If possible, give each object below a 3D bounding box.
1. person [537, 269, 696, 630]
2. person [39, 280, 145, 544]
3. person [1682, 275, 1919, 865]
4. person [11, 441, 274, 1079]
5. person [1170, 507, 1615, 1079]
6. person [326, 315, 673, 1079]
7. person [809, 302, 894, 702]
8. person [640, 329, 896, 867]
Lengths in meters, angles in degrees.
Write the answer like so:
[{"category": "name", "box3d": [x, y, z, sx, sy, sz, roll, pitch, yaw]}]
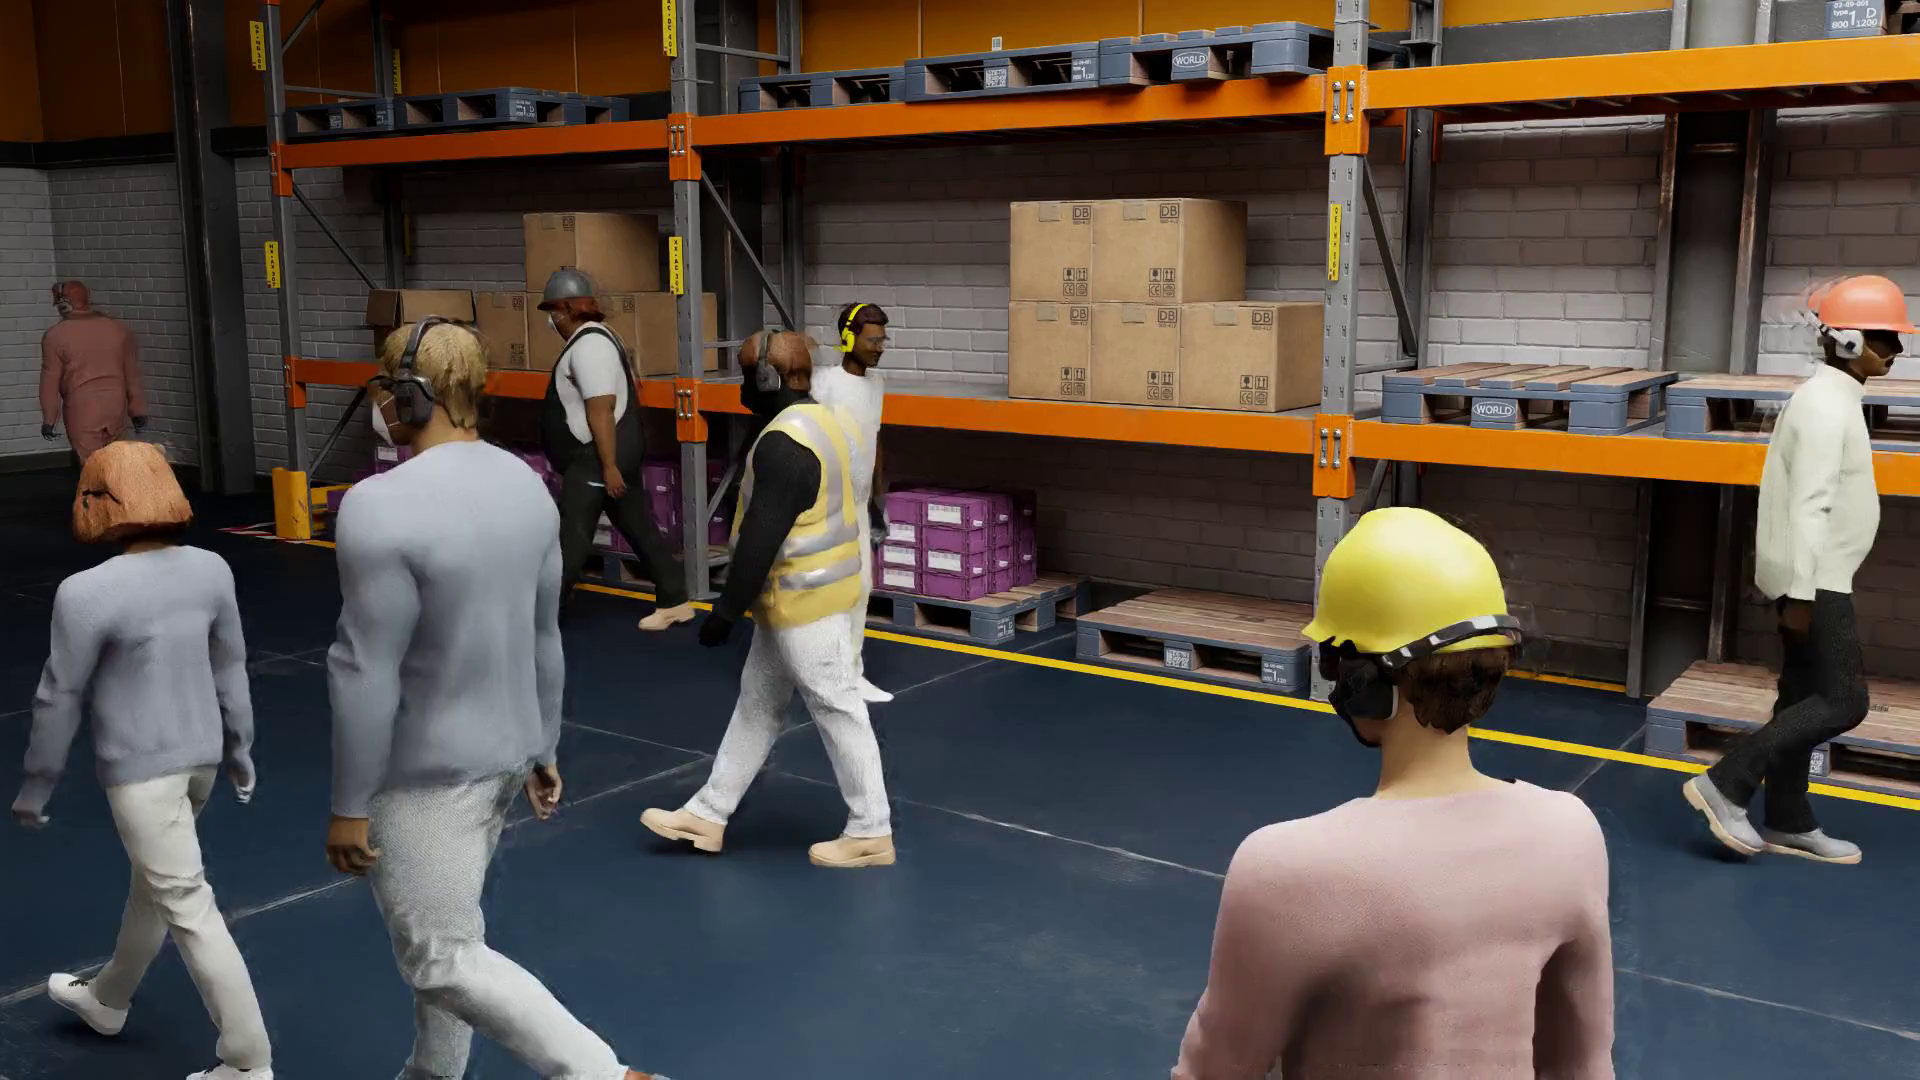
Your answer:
[{"category": "person", "box3d": [-1.954, -0.492, 8.972, 1.034, 2.000, 0.710, 0, 10, -1]}, {"category": "person", "box3d": [-6.192, -0.898, 11.835, 0.454, 1.883, 0.675, 5, 11, 28]}, {"category": "person", "box3d": [2.820, 0.123, 5.502, 0.504, 1.981, 0.628, 5, 11, 25]}, {"category": "person", "box3d": [-2.022, 0.557, 4.057, 0.841, 1.591, 0.503, 3, 10, 17]}, {"category": "person", "box3d": [0.469, 0.824, 2.061, 0.530, 1.735, 0.789, -5, 11, -30]}, {"category": "person", "box3d": [-1.024, 0.482, 3.554, 0.834, 1.920, 0.635, 2, 10, 14]}, {"category": "person", "box3d": [-0.580, -0.158, 7.602, 0.585, 1.843, 0.529, 5, 11, 29]}, {"category": "person", "box3d": [-0.647, 0.212, 5.500, 0.935, 1.788, 0.613, 0, 10, -1]}]
